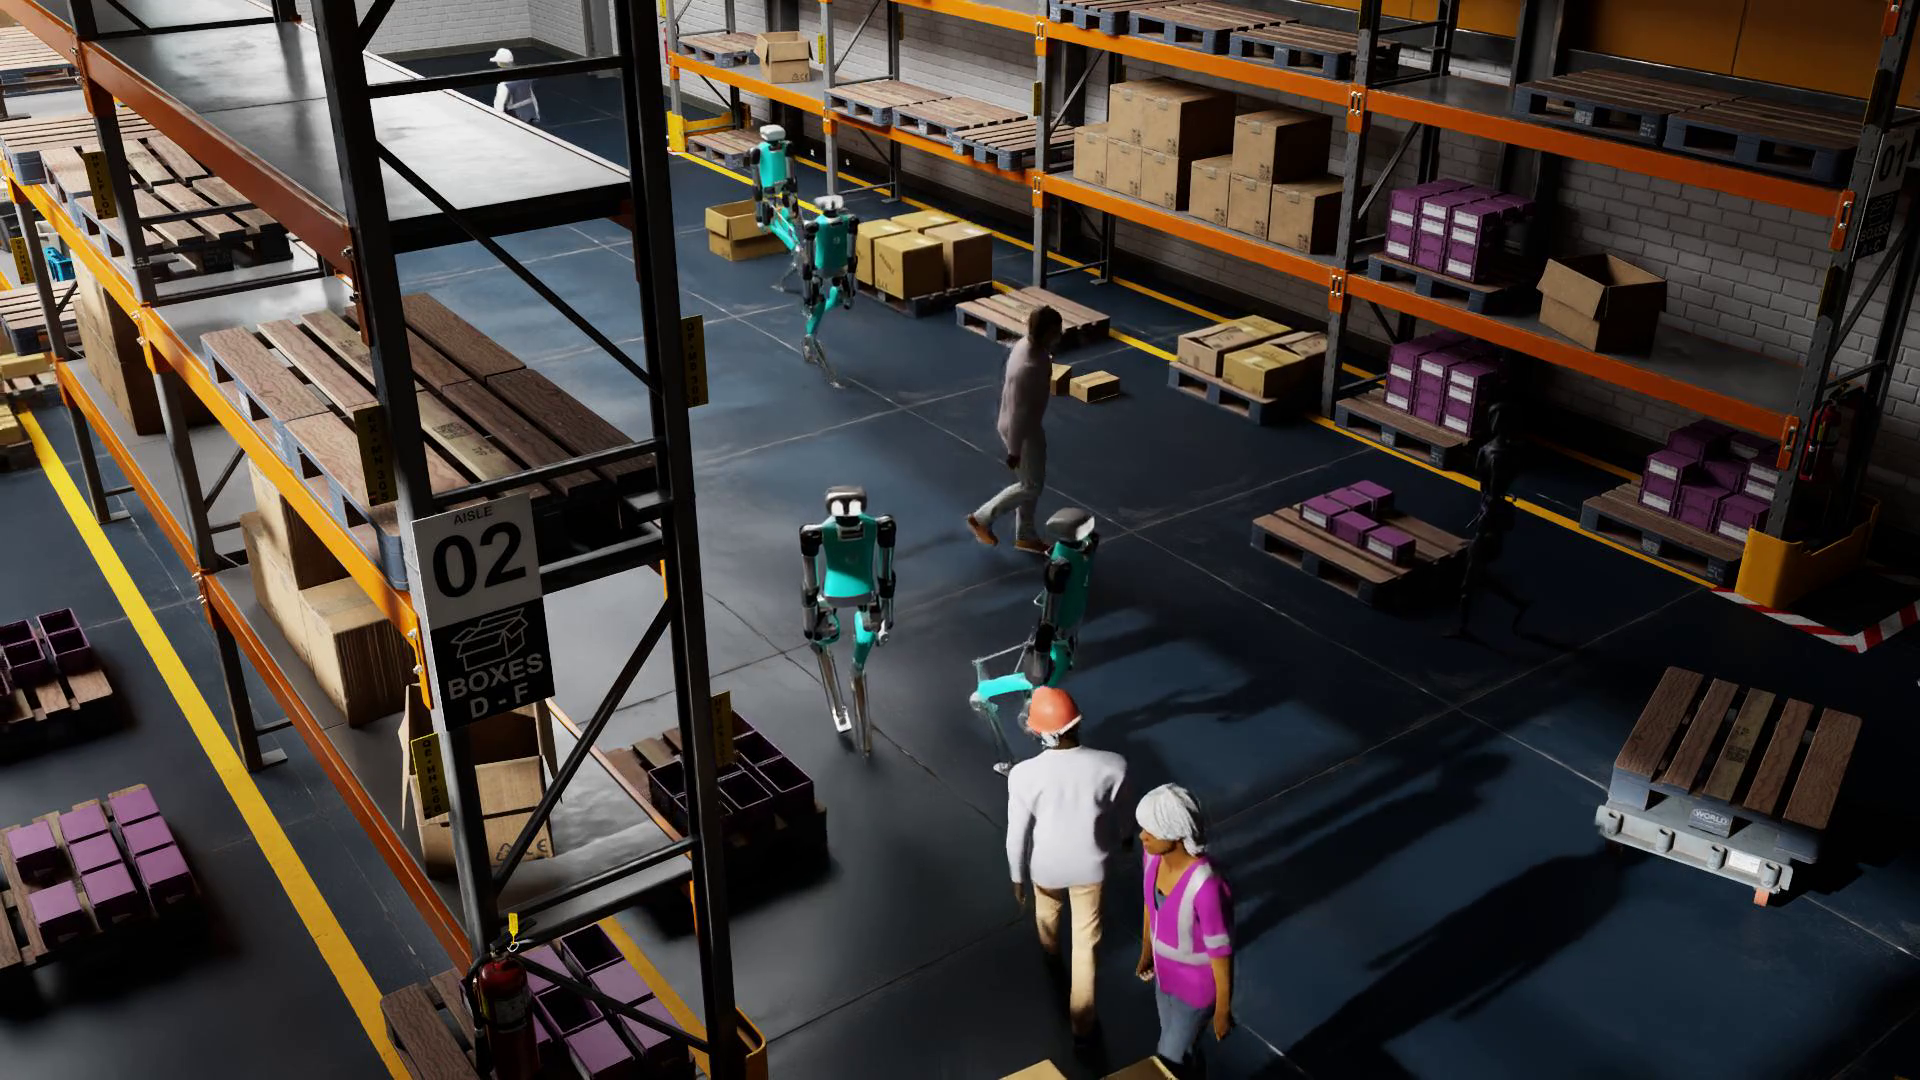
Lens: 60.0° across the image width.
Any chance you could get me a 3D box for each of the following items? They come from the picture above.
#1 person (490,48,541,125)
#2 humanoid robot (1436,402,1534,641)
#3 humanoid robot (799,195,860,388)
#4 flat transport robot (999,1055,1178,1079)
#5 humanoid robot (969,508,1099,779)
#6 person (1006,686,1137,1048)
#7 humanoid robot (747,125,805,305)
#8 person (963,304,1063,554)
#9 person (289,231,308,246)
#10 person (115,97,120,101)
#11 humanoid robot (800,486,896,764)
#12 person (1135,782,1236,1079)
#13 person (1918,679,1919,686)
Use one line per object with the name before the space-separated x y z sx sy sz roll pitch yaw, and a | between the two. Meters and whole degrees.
person | -5.573 -5.253 20.796 0.570 1.736 0.770 7 27 13
humanoid robot | 3.445 -0.089 10.614 0.582 1.642 0.589 8 28 16
humanoid robot | -1.315 -2.292 14.940 0.542 1.771 0.958 -16 31 -29
flat transport robot | 0.662 2.877 6.264 1.431 0.231 0.659 -14 30 -26
humanoid robot | 0.344 0.624 9.146 0.787 1.807 0.530 12 29 22
person | 0.502 1.412 7.580 0.589 1.690 0.860 0 27 0
humanoid robot | -1.683 -3.261 16.866 0.544 1.778 0.945 -22 34 -36
person | 0.406 -0.752 11.670 0.589 1.909 0.635 4 27 8
person | -6.255 -2.560 15.567 0.288 1.629 0.498 12 29 23
person | -10.400 -5.128 20.283 0.401 1.986 0.611 4 27 8
humanoid robot | -0.673 0.408 9.531 0.530 1.766 0.822 -7 27 -13
person | 0.906 1.768 6.741 0.451 1.818 0.535 -10 28 -19
person | 6.197 0.115 9.888 0.499 1.949 0.424 2 27 4
